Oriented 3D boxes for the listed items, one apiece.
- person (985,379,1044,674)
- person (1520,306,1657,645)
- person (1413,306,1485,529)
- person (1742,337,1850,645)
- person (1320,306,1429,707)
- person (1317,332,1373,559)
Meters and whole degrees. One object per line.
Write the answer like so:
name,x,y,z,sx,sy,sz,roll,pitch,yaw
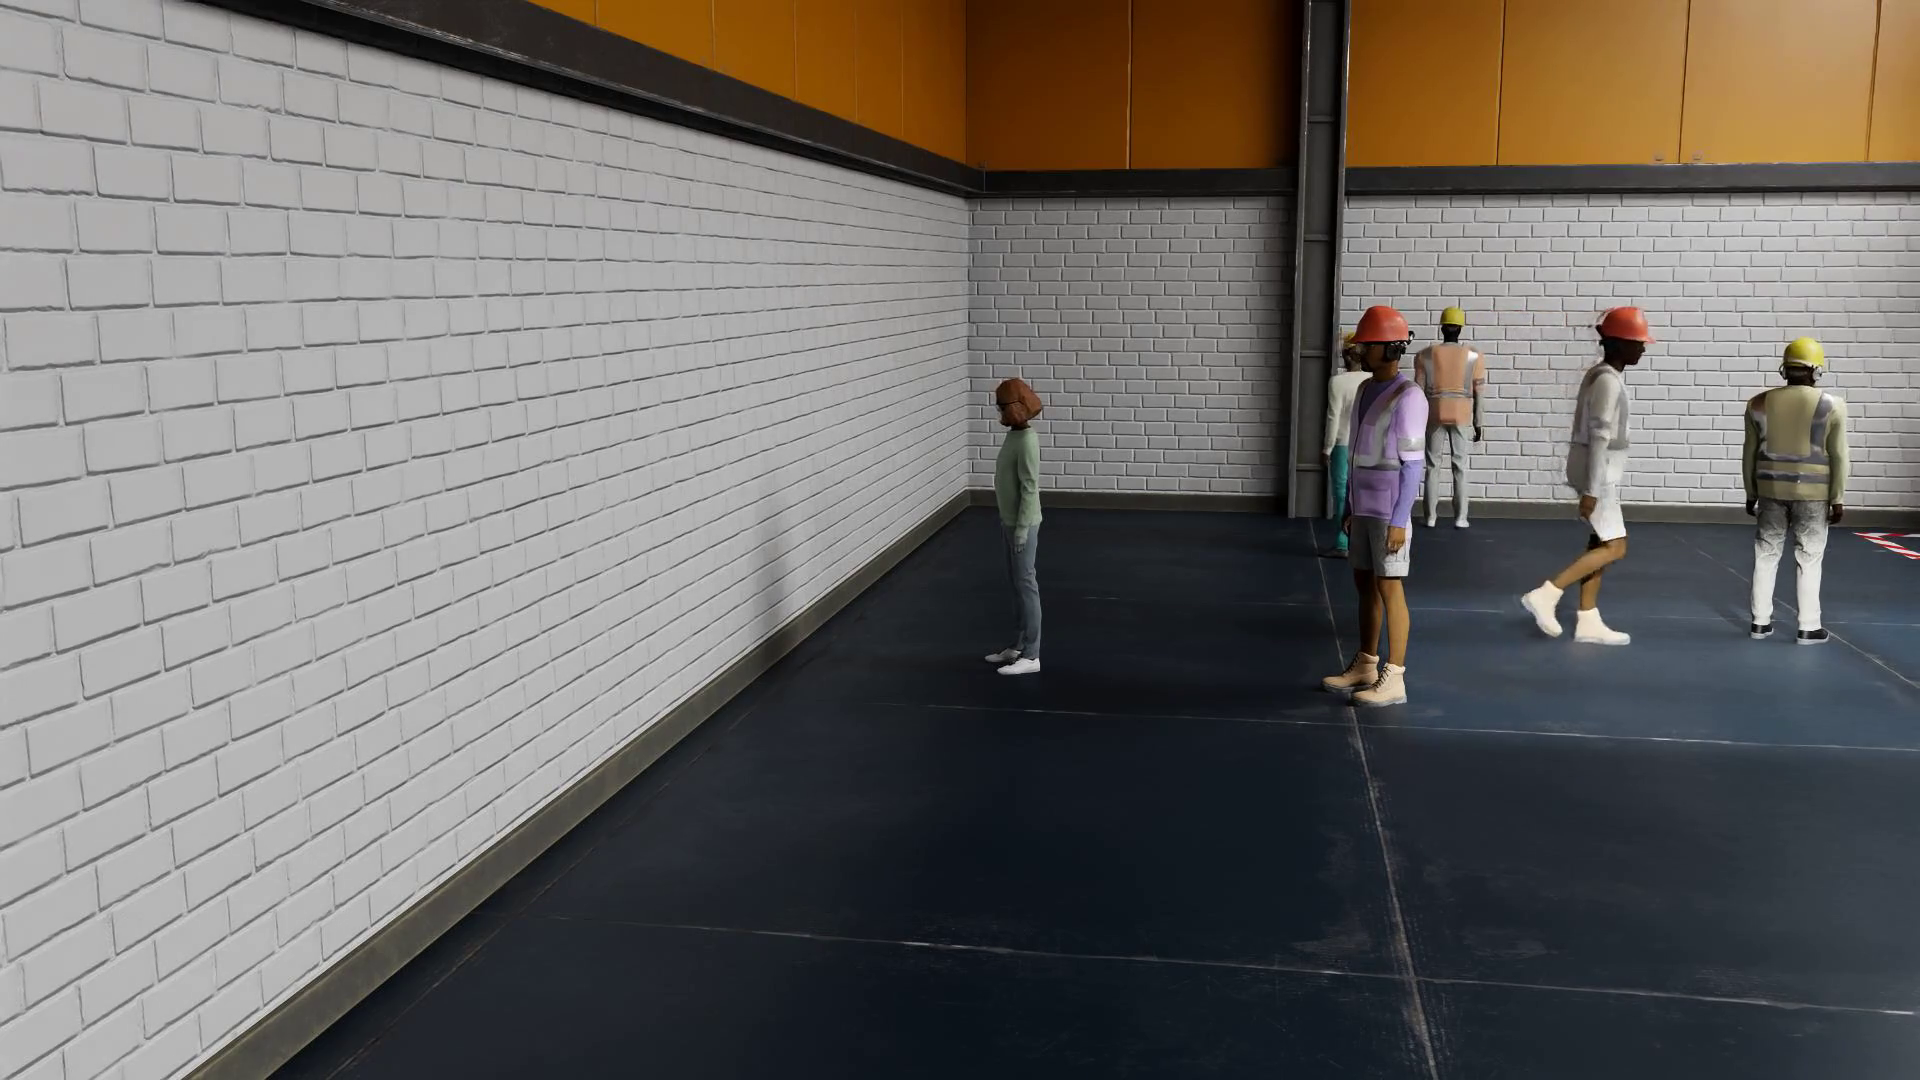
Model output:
person,0.313,-0.076,9.218,0.289,1.633,0.497,-2,9,-9
person,3.730,-0.364,9.796,0.600,2.020,0.635,3,10,16
person,4.209,-1.053,14.370,0.594,1.924,0.381,2,9,13
person,4.994,-0.294,9.947,0.586,1.834,0.403,9,13,43
person,2.132,-0.170,8.531,0.370,2.044,0.608,-3,9,-15
person,3.030,-0.719,12.862,0.555,1.753,0.346,-6,11,-31
